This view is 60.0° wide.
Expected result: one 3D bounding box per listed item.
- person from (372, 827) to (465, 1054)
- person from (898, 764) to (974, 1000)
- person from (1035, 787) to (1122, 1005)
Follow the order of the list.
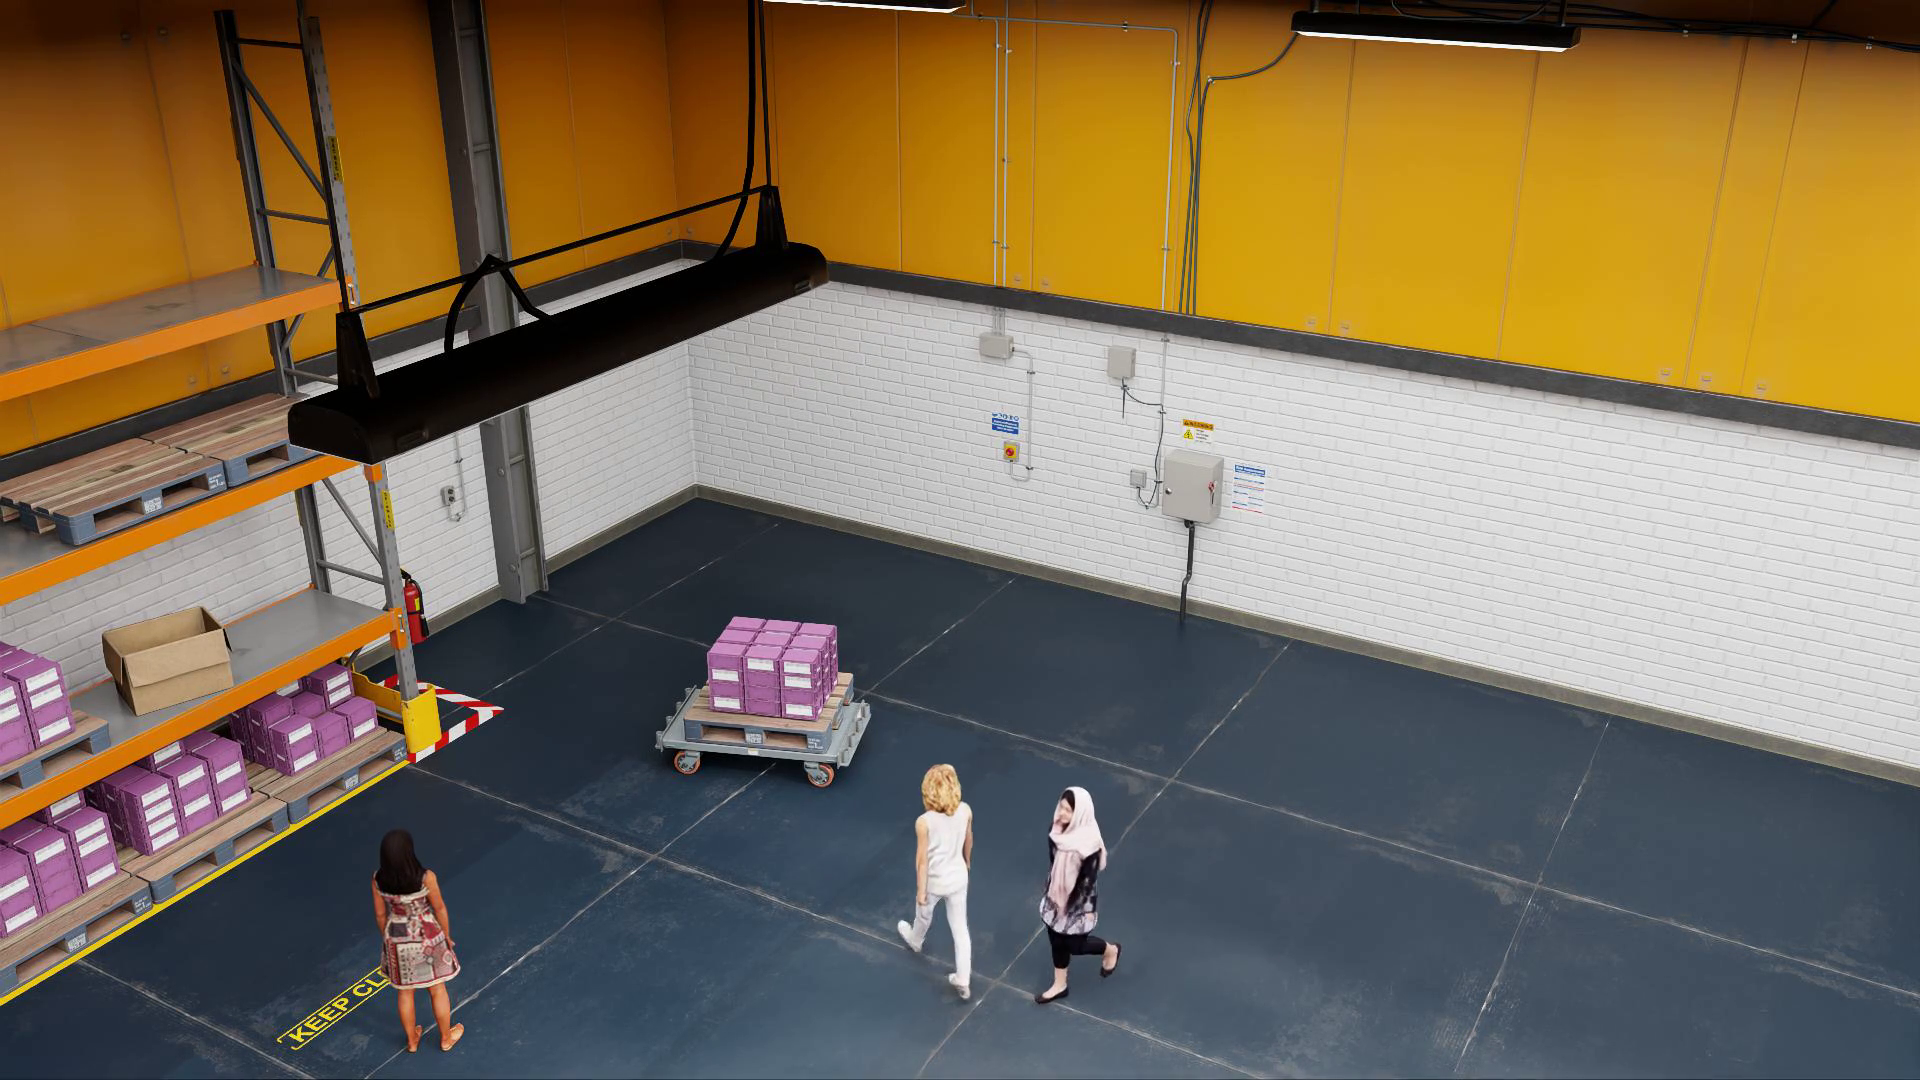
[{"bbox_3d":[-3.446,2.531,10.498,0.725,1.623,0.725,-1,24,-2],"label":"person"},{"bbox_3d":[-0.069,2.294,11.034,1.081,1.629,1.040,-12,26,-26],"label":"person"},{"bbox_3d":[0.802,2.325,10.973,0.993,1.622,0.862,-14,27,-28],"label":"person"}]
